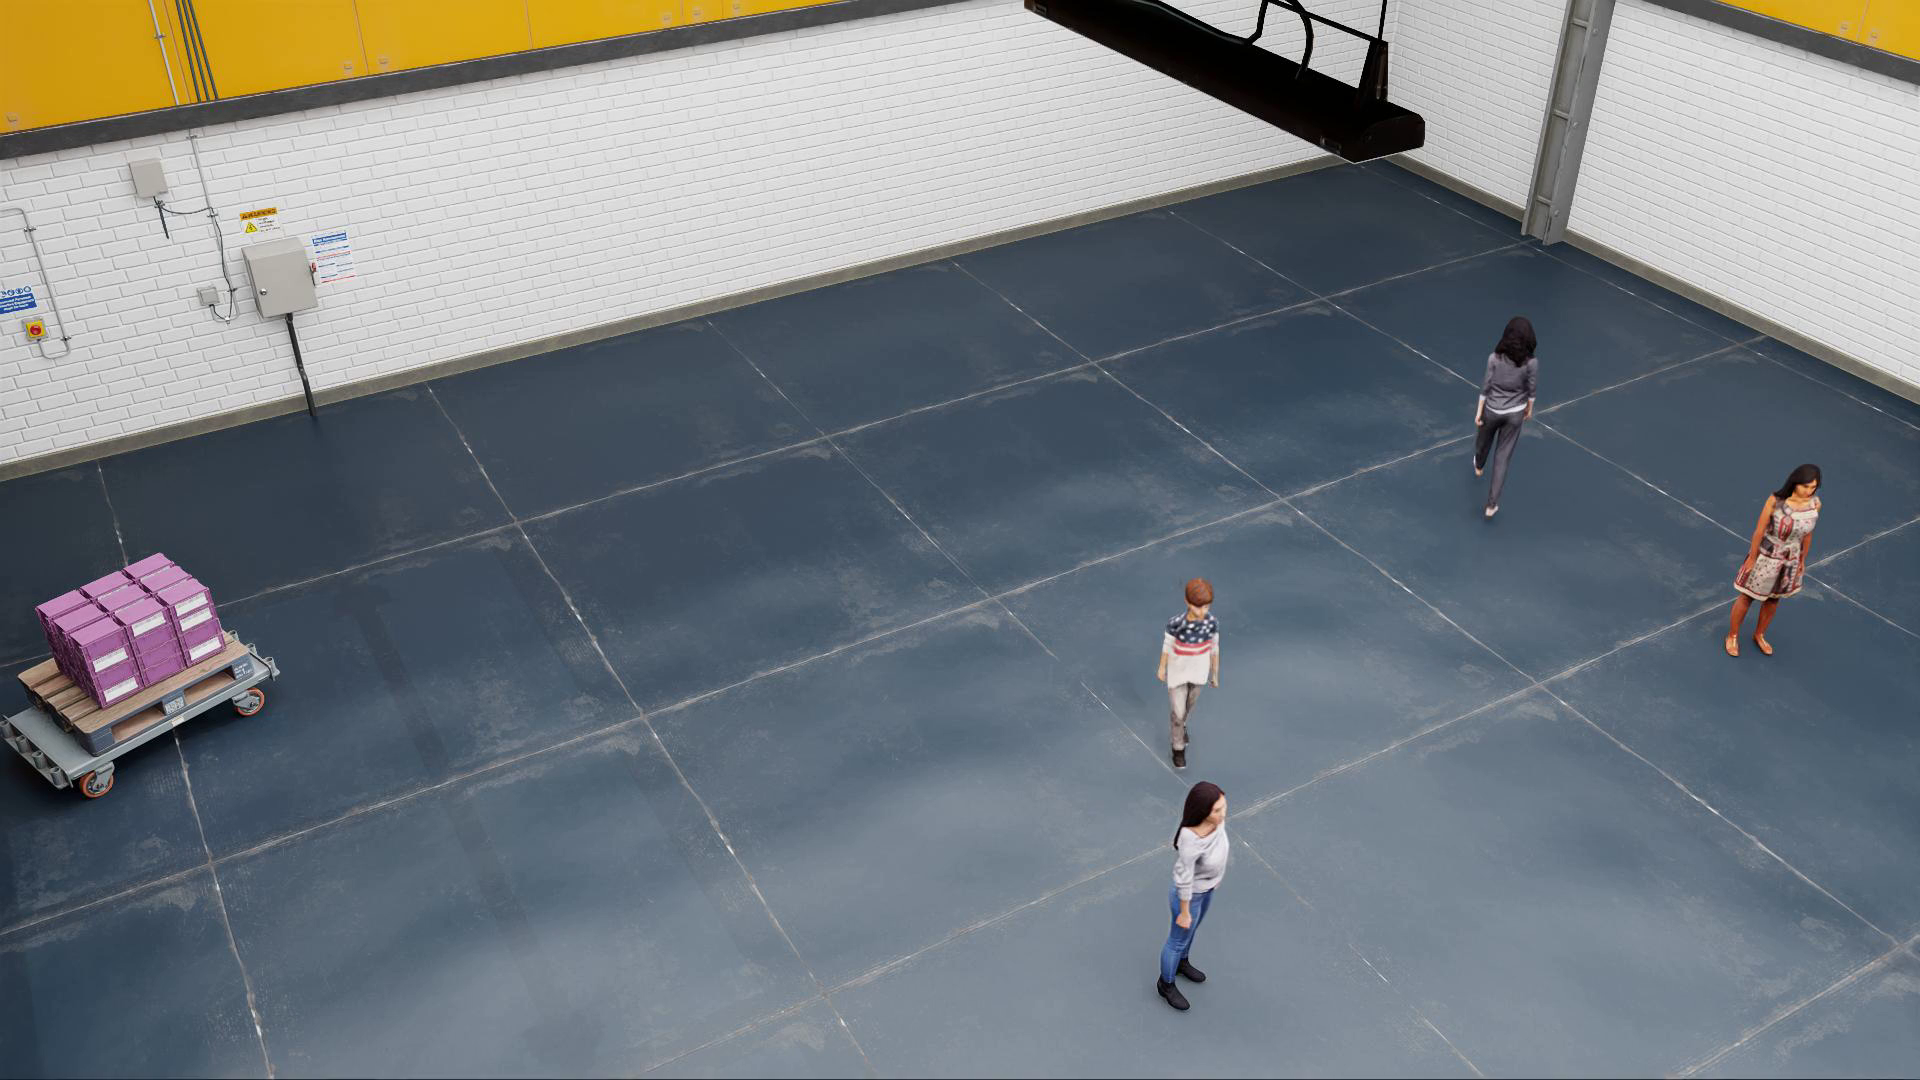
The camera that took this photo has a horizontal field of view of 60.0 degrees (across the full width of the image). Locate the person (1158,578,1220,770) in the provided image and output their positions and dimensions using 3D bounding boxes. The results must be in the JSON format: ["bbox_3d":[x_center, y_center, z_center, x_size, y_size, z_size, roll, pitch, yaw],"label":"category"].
[{"bbox_3d":[1.567,0.839,11.552,0.692,1.421,0.822,-6,34,-8],"label":"person"}]

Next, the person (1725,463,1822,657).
[{"bbox_3d":[6.098,0.126,12.424,0.724,1.643,0.708,0,34,-1],"label":"person"}]

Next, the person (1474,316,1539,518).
[{"bbox_3d":[4.594,-1.005,14.061,1.131,1.714,1.133,11,35,15],"label":"person"}]

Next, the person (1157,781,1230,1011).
[{"bbox_3d":[1.339,2.015,9.593,0.678,1.631,0.681,18,38,25],"label":"person"}]
